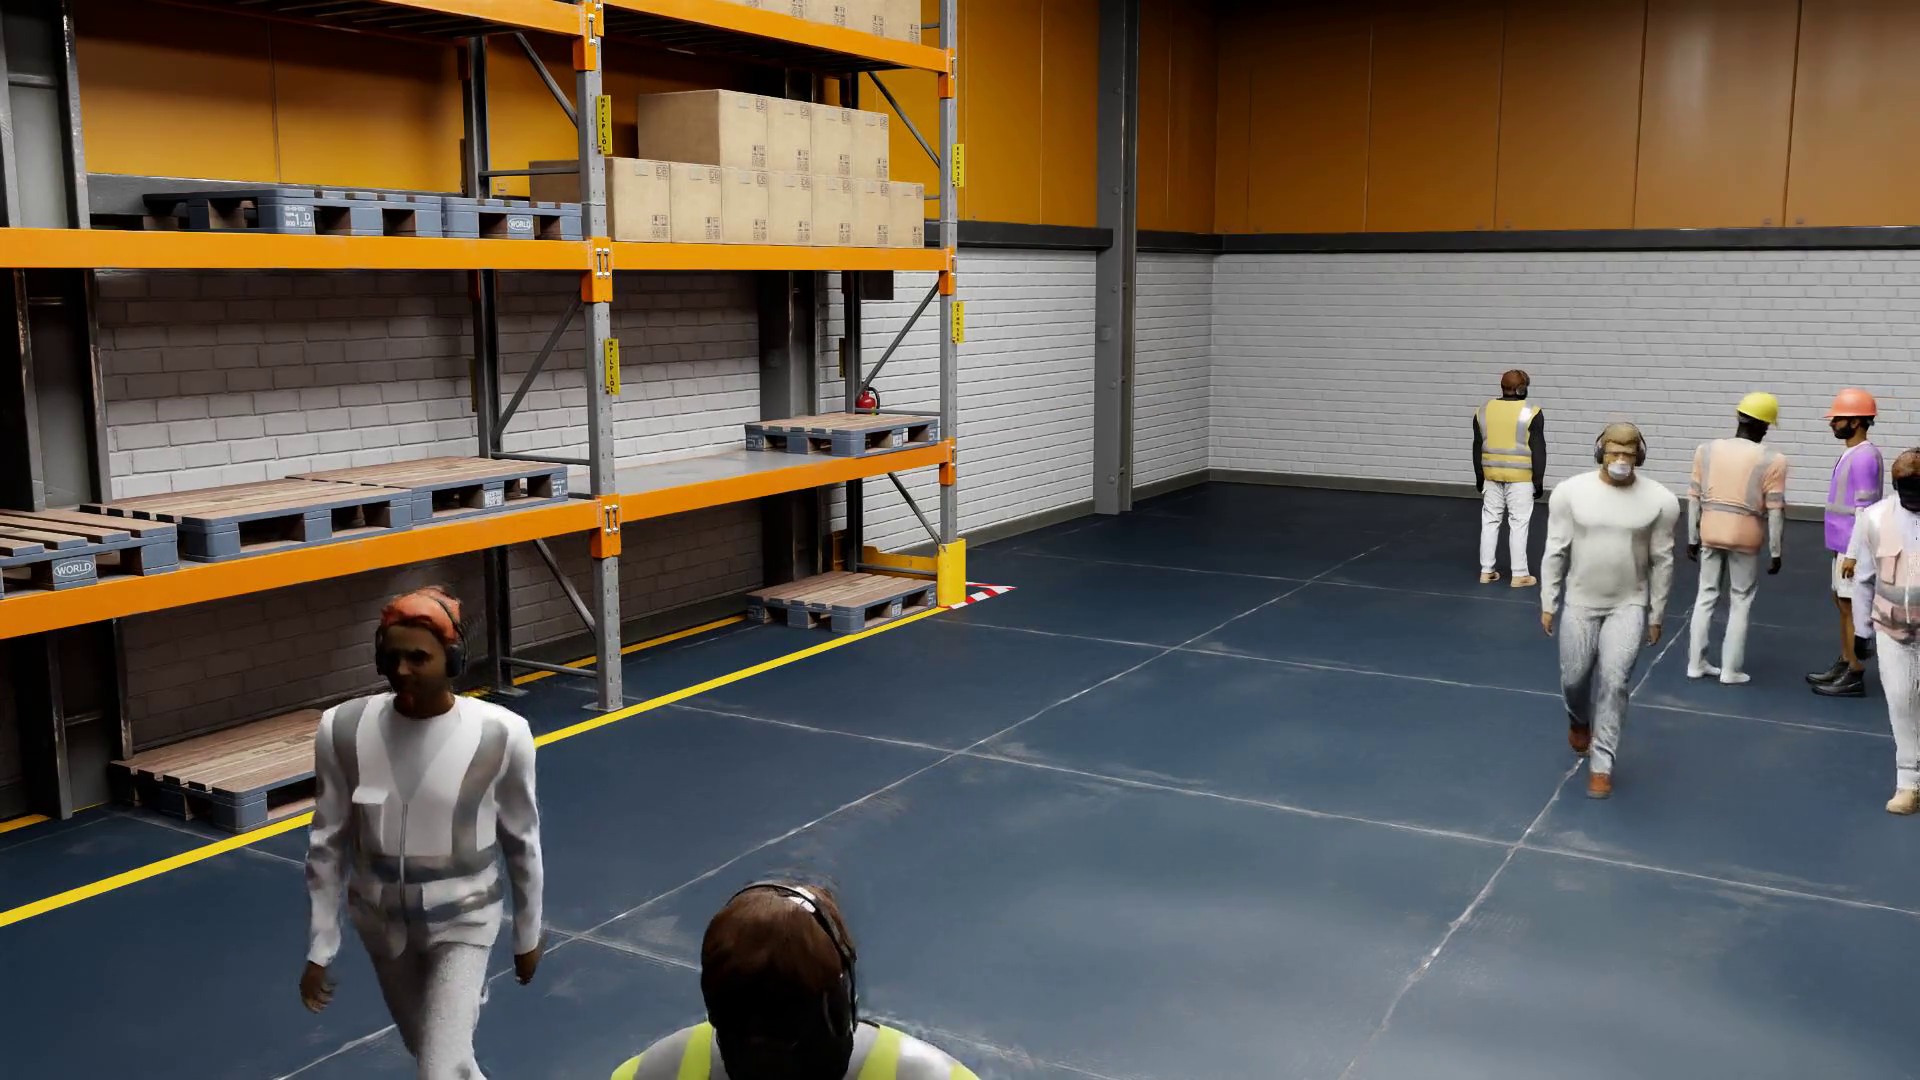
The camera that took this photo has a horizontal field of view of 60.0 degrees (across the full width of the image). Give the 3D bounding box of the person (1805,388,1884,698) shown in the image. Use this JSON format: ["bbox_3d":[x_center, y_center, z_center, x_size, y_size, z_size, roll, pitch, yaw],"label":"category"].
[{"bbox_3d":[5.550,0.018,10.430,0.373,1.934,0.551,4,10,22],"label":"person"}]

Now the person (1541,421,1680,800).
[{"bbox_3d":[3.336,0.327,8.600,0.640,1.917,0.727,4,10,21],"label":"person"}]

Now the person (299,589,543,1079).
[{"bbox_3d":[-1.409,1.026,4.482,0.570,1.844,0.989,1,9,5],"label":"person"}]

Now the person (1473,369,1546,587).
[{"bbox_3d":[4.672,-0.526,14.125,0.634,1.841,0.429,9,13,43],"label":"person"}]

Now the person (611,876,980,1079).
[{"bbox_3d":[-0.280,1.380,2.340,0.646,1.799,0.921,2,9,14],"label":"person"}]

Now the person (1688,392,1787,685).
[{"bbox_3d":[4.979,-0.002,10.690,0.405,1.909,0.608,-8,12,-40],"label":"person"}]

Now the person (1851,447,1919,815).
[{"bbox_3d":[4.715,0.446,8.151,0.490,1.814,0.670,-7,12,-38],"label":"person"}]
